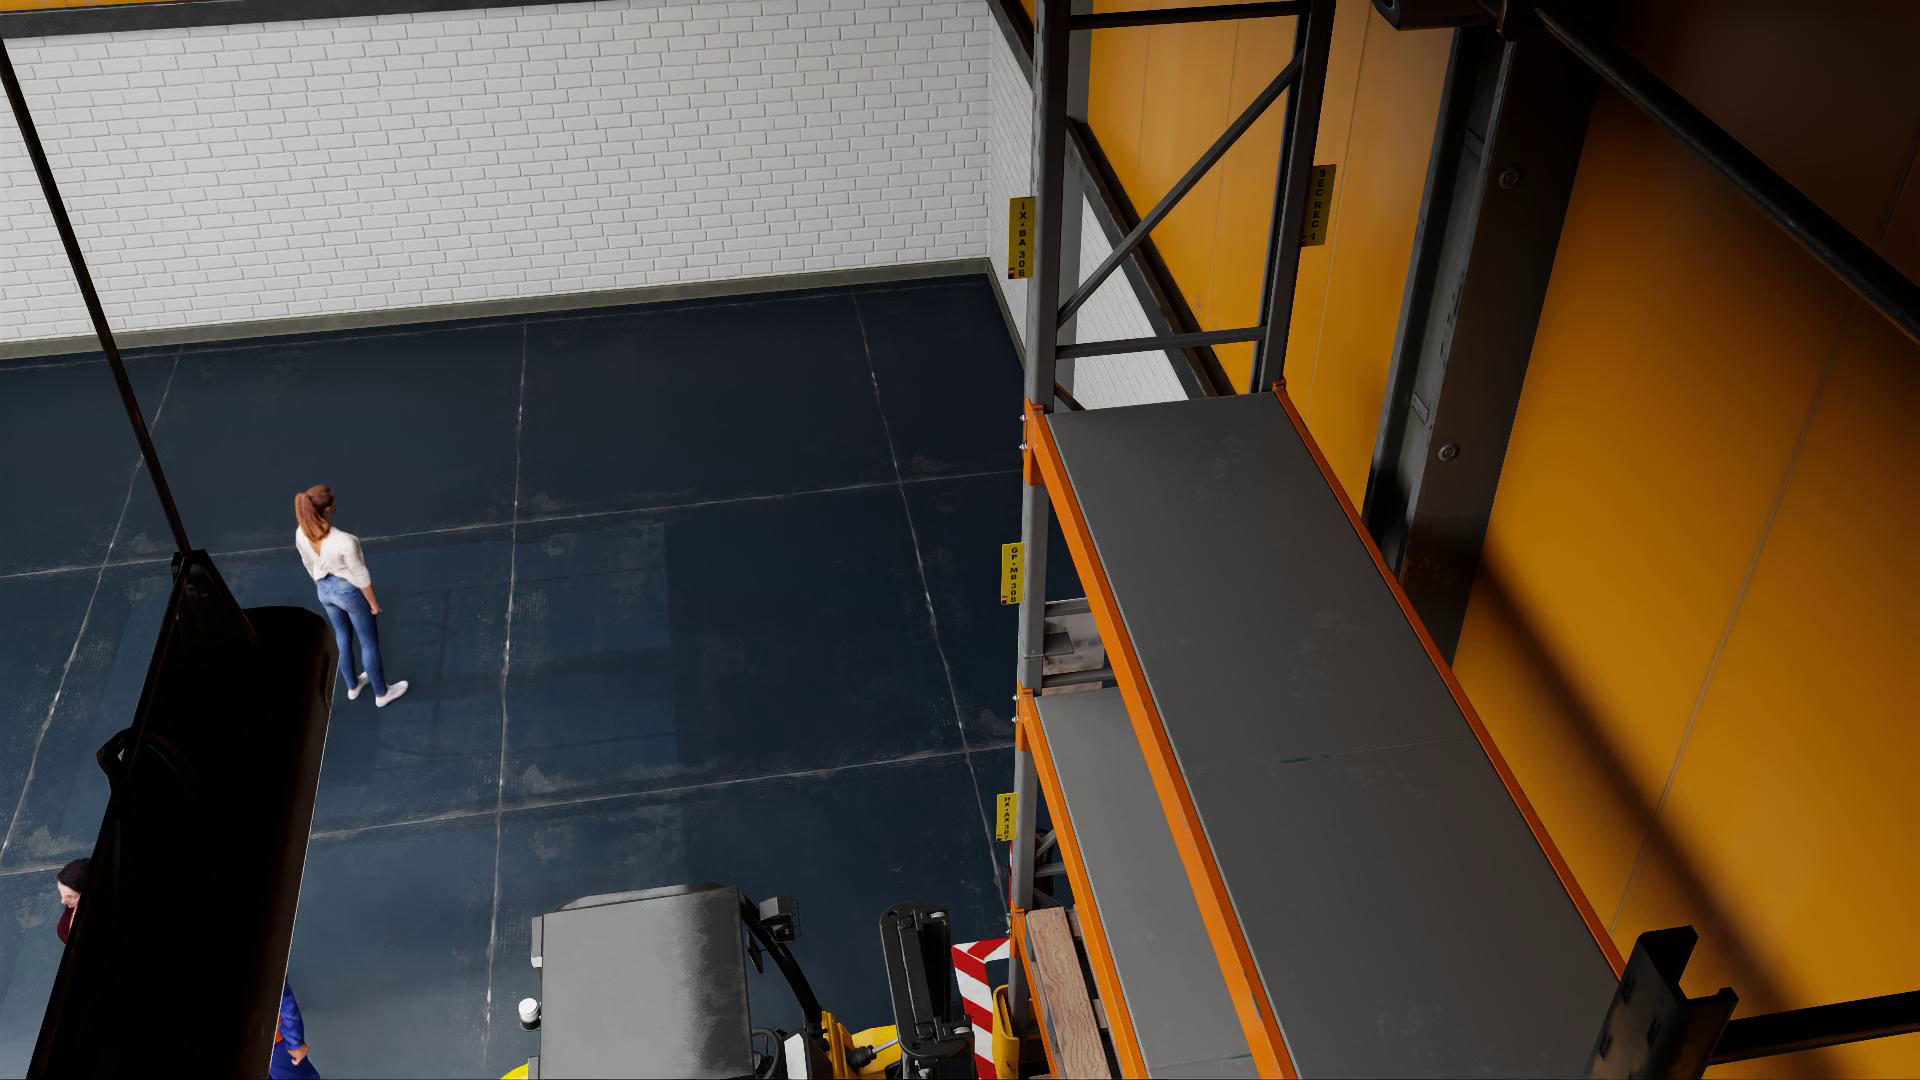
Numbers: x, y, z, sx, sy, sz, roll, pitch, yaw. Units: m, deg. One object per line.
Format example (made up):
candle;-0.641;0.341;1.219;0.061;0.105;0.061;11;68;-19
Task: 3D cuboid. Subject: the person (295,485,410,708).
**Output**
person;-4.001;0.364;10.803;0.688;1.723;0.694;14;41;17
